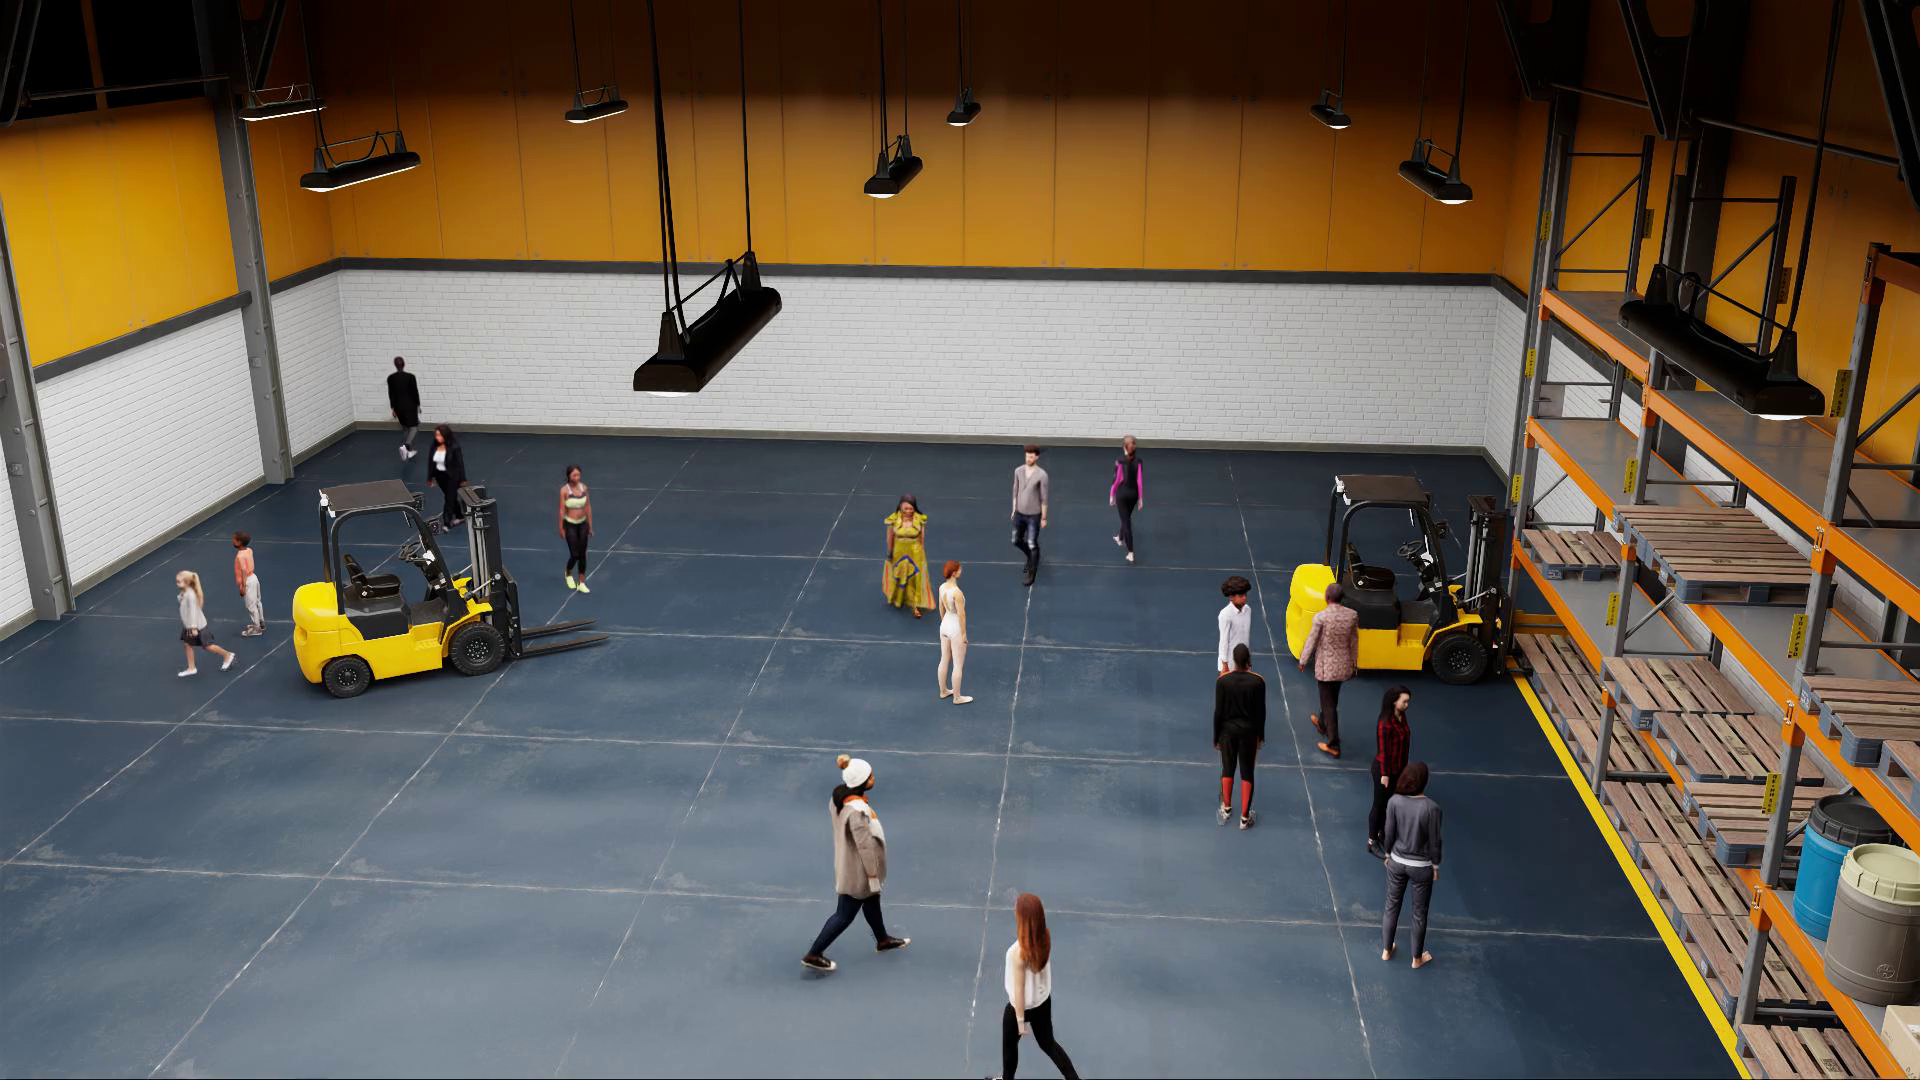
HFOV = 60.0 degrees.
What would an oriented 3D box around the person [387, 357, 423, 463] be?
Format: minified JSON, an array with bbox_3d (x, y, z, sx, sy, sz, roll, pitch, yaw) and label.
[{"bbox_3d":[-9.186,-2.145,27.502,0.628,1.742,1.012,1,19,3],"label":"person"}]

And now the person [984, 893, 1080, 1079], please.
[{"bbox_3d":[0.566,3.246,11.564,1.041,1.696,1.082,15,24,38],"label":"person"}]

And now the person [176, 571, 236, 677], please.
[{"bbox_3d":[-8.714,0.949,19.088,0.893,1.249,0.836,-15,24,-37],"label":"person"}]

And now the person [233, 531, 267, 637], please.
[{"bbox_3d":[-8.676,0.514,20.284,0.577,1.310,0.433,-1,19,-3],"label":"person"}]

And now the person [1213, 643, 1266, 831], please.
[{"bbox_3d":[2.618,1.825,15.611,0.691,1.808,0.843,5,19,13],"label":"person"}]

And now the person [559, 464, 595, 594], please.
[{"bbox_3d":[-5.037,-0.170,21.637,0.732,1.741,0.792,-16,24,-39],"label":"person"}]

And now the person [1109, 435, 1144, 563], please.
[{"bbox_3d":[2.304,-0.530,22.787,0.831,1.691,1.197,-4,19,-13],"label":"person"}]

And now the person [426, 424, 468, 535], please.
[{"bbox_3d":[-7.366,-0.906,24.091,0.777,1.571,1.094,4,19,13],"label":"person"}]

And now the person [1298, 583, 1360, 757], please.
[{"bbox_3d":[3.863,1.355,17.054,0.992,1.778,1.158,-8,20,-22],"label":"person"}]

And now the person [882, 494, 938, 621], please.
[{"bbox_3d":[-0.678,0.176,20.882,0.969,1.568,1.402,-1,19,-3],"label":"person"}]

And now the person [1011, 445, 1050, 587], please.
[{"bbox_3d":[0.958,-0.361,21.974,0.889,1.889,0.957,12,22,32],"label":"person"}]

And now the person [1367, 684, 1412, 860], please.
[{"bbox_3d":[3.873,2.073,15.113,0.723,1.655,0.612,13,23,33],"label":"person"}]

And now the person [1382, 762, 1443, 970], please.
[{"bbox_3d":[3.630,2.598,13.379,0.688,1.767,0.676,11,22,30],"label":"person"}]

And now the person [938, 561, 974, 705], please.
[{"bbox_3d":[-0.082,1.001,18.315,0.669,1.644,0.603,-14,23,-36],"label":"person"}]

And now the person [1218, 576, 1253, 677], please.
[{"bbox_3d":[2.855,1.233,17.367,0.790,1.810,0.715,18,25,42],"label":"person"}]

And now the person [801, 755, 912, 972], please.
[{"bbox_3d":[-0.926,2.596,13.253,1.071,1.852,1.226,-6,20,-17],"label":"person"}]
